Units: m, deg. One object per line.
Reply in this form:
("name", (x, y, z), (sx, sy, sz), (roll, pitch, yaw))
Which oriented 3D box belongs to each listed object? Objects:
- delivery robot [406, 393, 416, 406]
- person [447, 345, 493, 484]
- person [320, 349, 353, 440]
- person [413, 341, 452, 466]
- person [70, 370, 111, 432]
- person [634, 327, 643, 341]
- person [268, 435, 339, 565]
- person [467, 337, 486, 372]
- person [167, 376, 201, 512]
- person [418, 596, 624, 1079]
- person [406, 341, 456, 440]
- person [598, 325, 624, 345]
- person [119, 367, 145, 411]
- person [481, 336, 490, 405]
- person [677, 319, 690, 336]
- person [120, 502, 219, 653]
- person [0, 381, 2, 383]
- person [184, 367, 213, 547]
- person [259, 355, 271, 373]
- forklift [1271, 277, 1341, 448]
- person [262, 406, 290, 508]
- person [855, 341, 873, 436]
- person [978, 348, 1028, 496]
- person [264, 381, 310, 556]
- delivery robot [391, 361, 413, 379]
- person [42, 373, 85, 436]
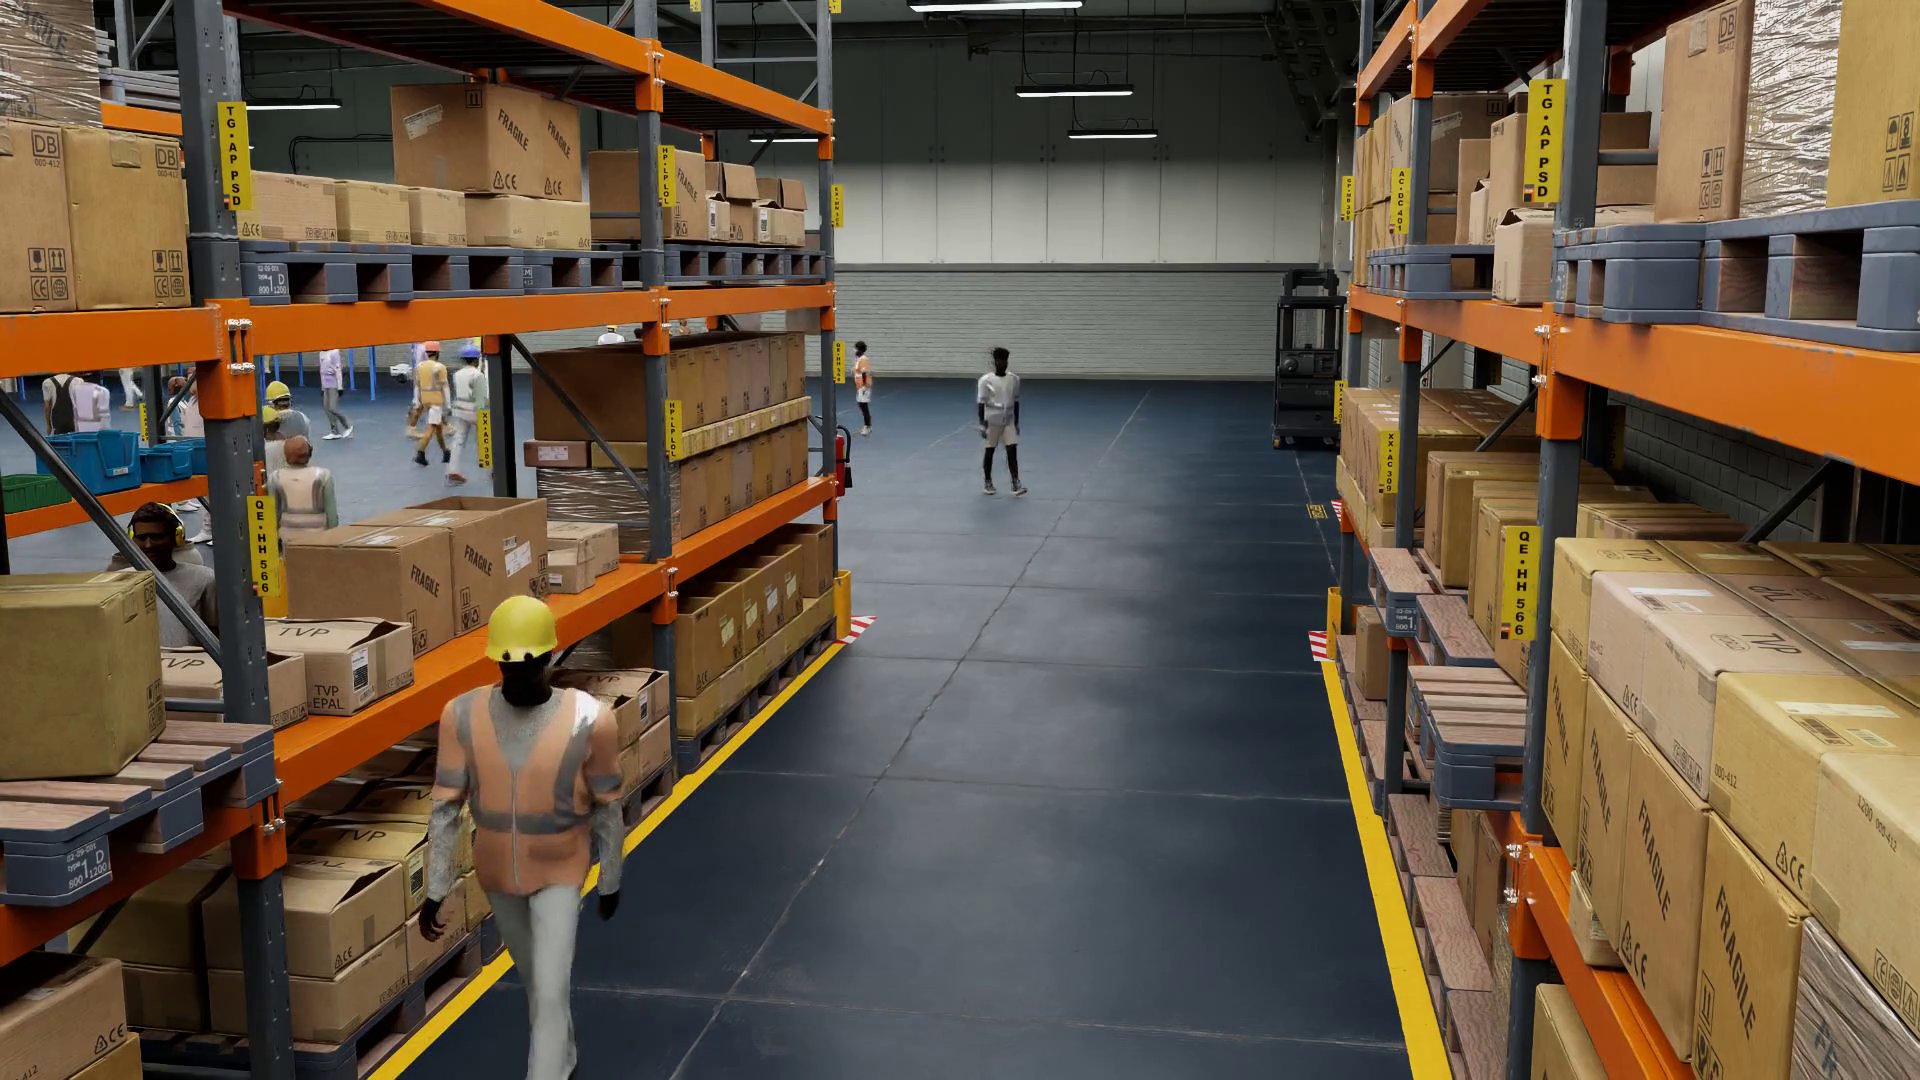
("delivery robot", (-10.594, -2.762, 32.466), (0.335, 0.223, 0.698), (-1, 9, -5))
("person", (-6.722, -1.732, 22.945), (0.630, 1.893, 1.001), (6, 11, 32))
("person", (-10.865, -2.678, 28.785), (0.619, 1.895, 0.513), (9, 13, 44))
("person", (-7.980, -2.087, 25.142), (0.555, 1.895, 0.999), (4, 10, 25))
("person", (-10.450, -1.249, 19.963), (0.551, 1.902, 0.918), (3, 10, 16))
("person", (-7.066, -3.891, 36.882), (0.536, 1.678, 0.580), (-4, 10, -23))
("person", (-5.201, -0.024, 13.216), (0.542, 1.624, 0.366), (-1, 9, -8))
("person", (-11.251, -4.327, 39.126), (0.634, 1.839, 0.429), (-2, 9, -10))
("person", (-9.500, -1.177, 20.298), (0.308, 1.645, 0.514), (-3, 10, -17))
("person", (-1.441, 1.109, 5.501), (0.605, 1.869, 1.023), (1, 9, 6))
("person", (-9.216, -2.759, 28.992), (1.068, 1.985, 0.629), (-6, 11, -33))
("person", (-7.659, -3.925, 36.661), (0.594, 1.832, 0.403), (0, 9, -3))
("person", (-17.418, -3.667, 34.786), (0.472, 1.926, 0.653), (-1, 9, -5))
("person", (-10.094, -3.884, 36.025), (0.624, 1.954, 0.782), (0, 9, -2))
("person", (-7.530, -5.234, 45.329), (0.308, 1.641, 0.511), (5, 10, 28))
("person", (-3.685, 0.743, 7.760), (0.533, 1.870, 0.315), (-3, 10, -19))
("person", (-11.647, -1.171, 19.951), (0.385, 1.756, 0.536), (-6, 11, -34))
("person", (-8.040, -0.891, 17.739), (0.643, 1.905, 0.399), (7, 12, 37))
("person", (-19.811, -5.564, 47.408), (0.367, 1.611, 0.540), (6, 11, 31))
("forklift", (5.847, -3.016, 27.970), (1.129, 2.768, 1.873), (1, 9, 9))
("person", (-6.132, -0.327, 14.793), (0.938, 1.714, 0.542), (1, 9, 6))
("person", (-1.717, -2.702, 29.659), (0.318, 1.663, 0.618), (-1, 9, -6))
("person", (0.547, -1.525, 21.588), (0.639, 1.916, 0.978), (-4, 10, -21))
("person", (-6.718, -0.665, 16.563), (0.403, 1.828, 0.595), (3, 10, 19))
("delivery robot", (-14.616, -4.446, 43.650), (0.707, 0.478, 0.477), (7, 11, 35))
("person", (-11.627, -1.498, 21.667), (0.507, 1.842, 0.351), (-3, 10, -19))
